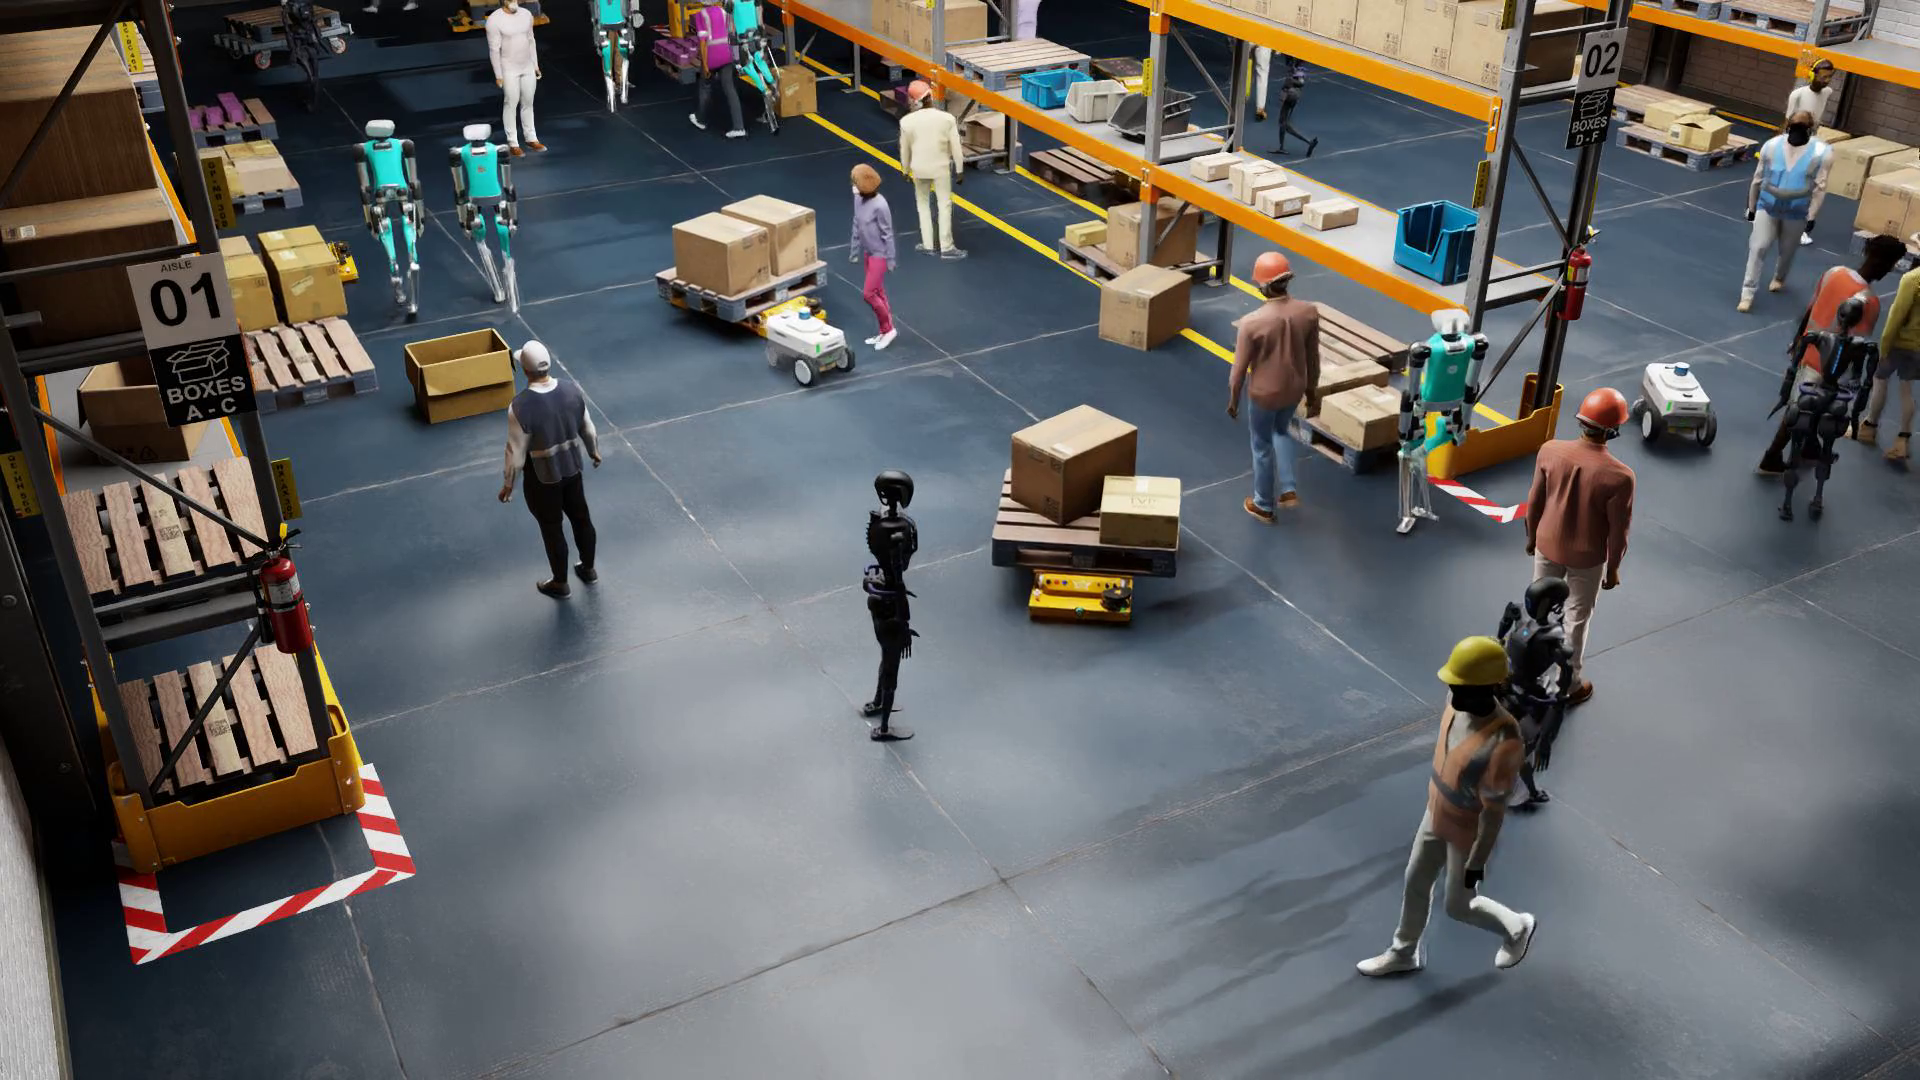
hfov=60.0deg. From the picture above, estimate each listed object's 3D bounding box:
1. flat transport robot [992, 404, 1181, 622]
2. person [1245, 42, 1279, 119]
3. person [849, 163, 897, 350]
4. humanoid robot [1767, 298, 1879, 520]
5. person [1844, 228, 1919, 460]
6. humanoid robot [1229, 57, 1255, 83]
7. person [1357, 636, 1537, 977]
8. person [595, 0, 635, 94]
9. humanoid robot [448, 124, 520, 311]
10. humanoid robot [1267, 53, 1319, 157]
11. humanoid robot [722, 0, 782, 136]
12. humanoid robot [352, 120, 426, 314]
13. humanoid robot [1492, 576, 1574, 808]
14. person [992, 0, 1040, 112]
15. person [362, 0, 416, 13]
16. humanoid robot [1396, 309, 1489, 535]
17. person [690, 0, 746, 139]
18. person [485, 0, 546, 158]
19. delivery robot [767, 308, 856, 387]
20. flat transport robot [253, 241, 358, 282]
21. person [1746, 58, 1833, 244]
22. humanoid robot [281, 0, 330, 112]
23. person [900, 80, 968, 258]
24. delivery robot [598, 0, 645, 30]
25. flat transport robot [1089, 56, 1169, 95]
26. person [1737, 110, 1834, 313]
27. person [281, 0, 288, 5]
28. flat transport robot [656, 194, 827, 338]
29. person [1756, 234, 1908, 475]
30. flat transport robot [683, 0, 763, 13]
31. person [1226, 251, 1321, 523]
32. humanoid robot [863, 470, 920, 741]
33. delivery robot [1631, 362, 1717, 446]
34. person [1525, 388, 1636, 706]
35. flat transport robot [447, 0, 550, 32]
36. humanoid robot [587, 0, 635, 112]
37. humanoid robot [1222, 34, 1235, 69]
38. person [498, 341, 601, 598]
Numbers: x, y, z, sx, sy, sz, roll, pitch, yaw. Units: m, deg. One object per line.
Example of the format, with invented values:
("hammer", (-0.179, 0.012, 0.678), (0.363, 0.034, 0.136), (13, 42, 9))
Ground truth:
("flat transport robot", (0.857, 0.088, 11.257), (0.659, 0.231, 1.431), (4, 30, 7))
("person", (3.721, -6.232, 20.733), (0.589, 1.806, 1.127), (3, 30, 5))
("person", (-0.756, -2.434, 14.293), (0.393, 1.615, 0.510), (-15, 33, -24))
("humanoid robot", (5.992, -0.915, 11.596), (0.583, 1.652, 0.332), (12, 32, 20))
("person", (7.082, -1.500, 12.408), (0.532, 1.865, 0.690), (-4, 30, -8))
("humanoid robot", (3.748, -6.797, 21.819), (0.802, 1.818, 0.534), (6, 30, 11))
("person", (2.331, 1.258, 7.583), (0.754, 1.900, 0.595), (-7, 31, -12))
("person", (-4.500, -6.732, 21.640), (0.336, 1.748, 0.562), (14, 33, 23))
("humanoid robot", (-4.266, -2.934, 15.080), (0.530, 1.807, 0.763), (-7, 31, -12))
("humanoid robot", (3.890, -5.228, 19.107), (0.565, 1.634, 0.600), (8, 31, 13))
("humanoid robot", (-2.351, -5.747, 19.987), (0.560, 1.804, 0.936), (-26, 39, -37))
("humanoid robot", (-5.024, -2.791, 14.803), (0.530, 1.758, 0.883), (-8, 31, -13))
("humanoid robot", (2.895, 0.845, 8.574), (0.759, 1.622, 0.606), (-13, 32, -22))
("person", (0.669, -6.148, 20.504), (0.644, 1.872, 0.683), (-18, 35, -29))
("person", (-8.909, -8.970, 25.694), (0.507, 1.585, 0.823), (23, 37, 35))
("humanoid robot", (3.170, -0.841, 11.408), (0.592, 1.782, 0.814), (-6, 30, -10))
("person", (-2.951, -5.724, 19.839), (0.543, 1.790, 1.002), (-26, 39, -37))
("person", (-5.106, -5.408, 19.151), (0.351, 1.936, 0.634), (22, 36, 33))
("delivery robot", (-1.285, -1.650, 14.009), (0.812, 0.609, 0.499), (26, 39, 38))
("flat transport robot", (-6.538, -2.568, 15.880), (1.431, 0.231, 0.659), (-12, 32, -21))
("person", (8.424, -3.964, 16.762), (0.514, 1.808, 0.997), (-6, 30, -10))
("humanoid robot", (-8.153, -6.162, 20.729), (0.343, 1.648, 0.609), (12, 32, 20))
("person", (-0.240, -3.622, 16.271), (0.694, 1.714, 0.343), (3, 30, 5))
("delivery robot", (-5.144, -7.932, 24.932), (0.775, 0.596, 0.499), (-18, 35, -29))
("flat transport robot", (2.208, -6.171, 22.152), (0.659, 0.231, 1.431), (-9, 31, -16))
("person", (7.487, -3.018, 15.117), (0.627, 1.811, 0.821), (17, 34, 26))
("person", (-9.995, -8.578, 24.763), (0.633, 1.841, 0.429), (10, 31, 16))
("flat transport robot", (-1.968, -2.174, 15.195), (1.431, 0.231, 0.659), (22, 37, 34))
("person", (6.369, -1.317, 12.044), (0.811, 1.919, 0.644), (0, 30, 0))
("flat transport robot", (-3.805, -8.323, 25.899), (1.431, 0.231, 0.659), (-5, 30, -8))
("person", (2.151, -1.039, 11.514), (0.647, 1.972, 0.453), (-14, 33, -23))
("humanoid robot", (-0.382, 0.355, 9.380), (0.341, 1.655, 0.587), (-5, 30, -9))
("delivery robot", (5.584, -1.076, 13.010), (0.525, 0.610, 0.781), (3, 30, 5))
("person", (3.544, 0.046, 9.600), (0.375, 1.995, 0.608), (-25, 38, -36))
("flat transport robot", (-6.993, -7.905, 25.172), (1.431, 0.231, 0.659), (-12, 32, -19))
("humanoid robot", (-4.353, -6.245, 20.880), (0.552, 1.852, 0.776), (-7, 31, -11))
("humanoid robot", (3.716, -7.266, 22.659), (0.410, 1.641, 0.590), (17, 34, 27))
("person", (-2.623, -0.449, 10.695), (0.450, 1.757, 0.753), (24, 38, 36))
